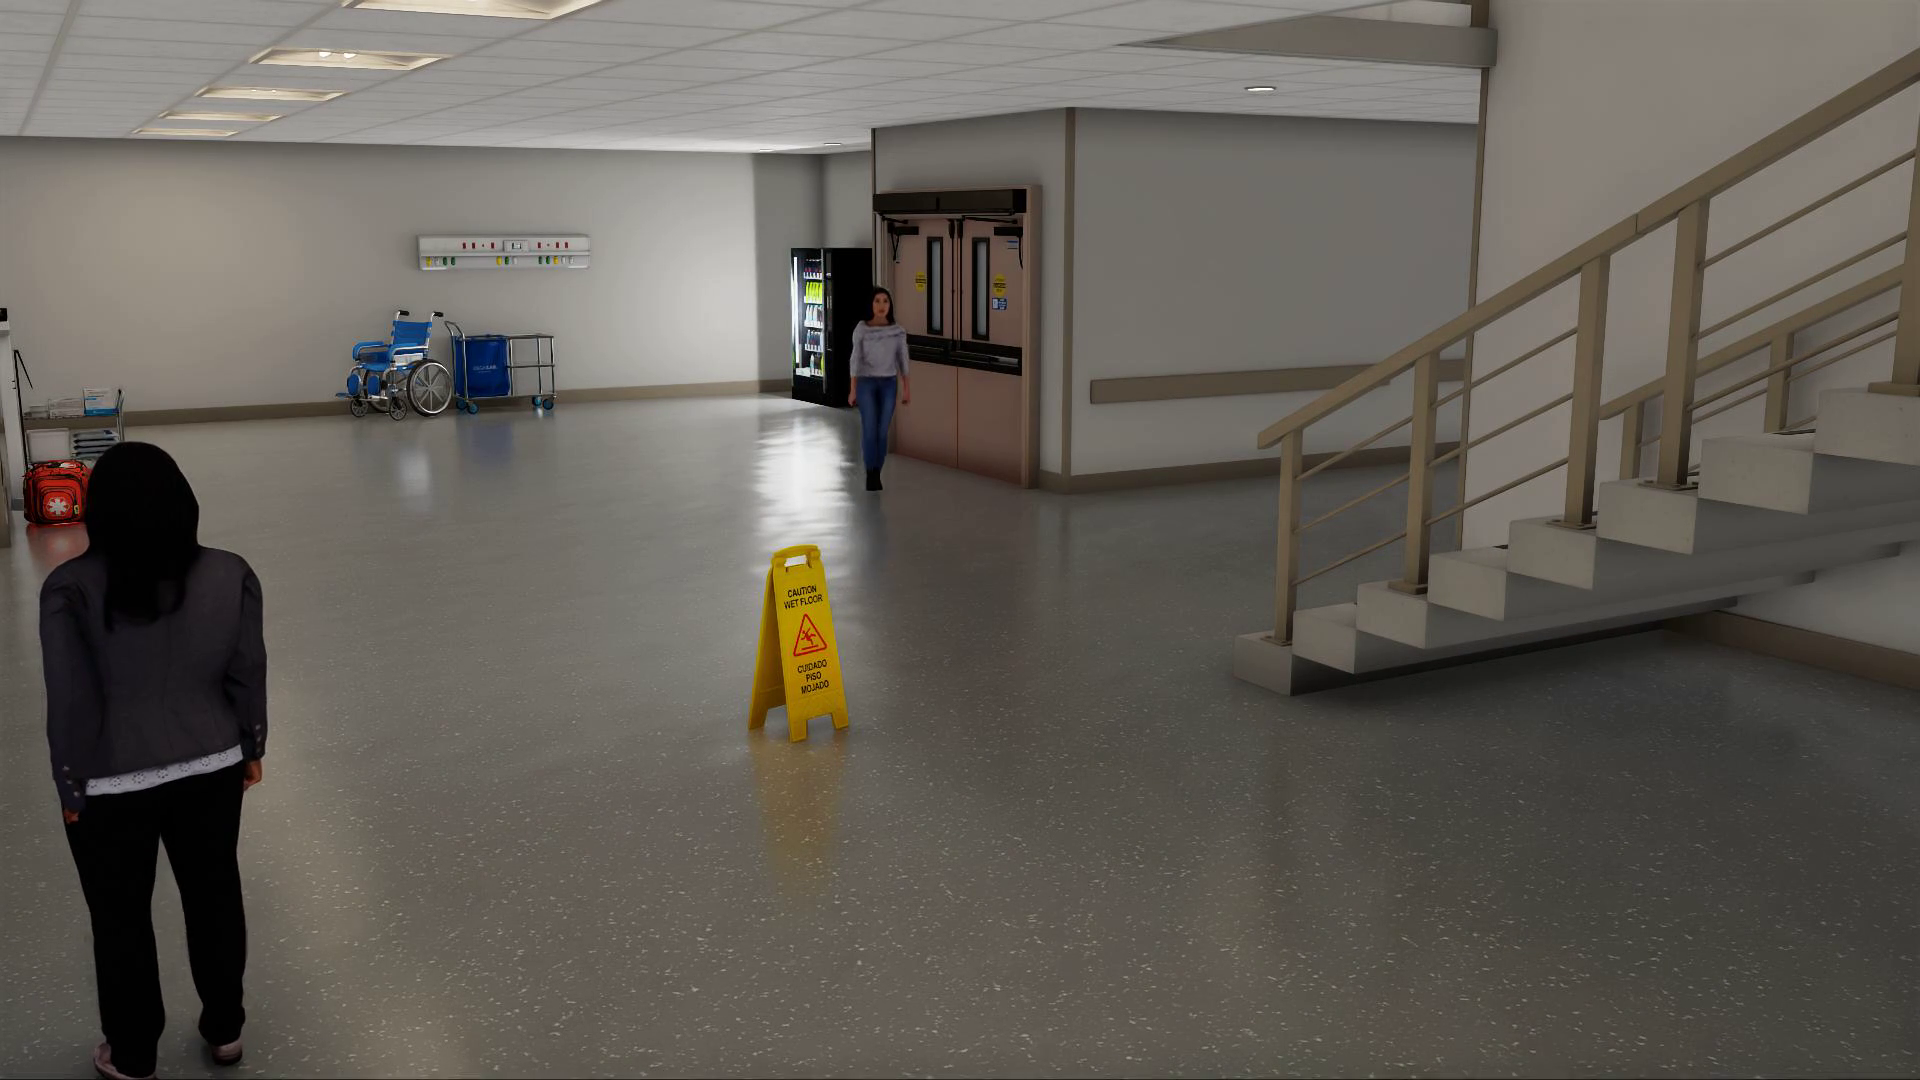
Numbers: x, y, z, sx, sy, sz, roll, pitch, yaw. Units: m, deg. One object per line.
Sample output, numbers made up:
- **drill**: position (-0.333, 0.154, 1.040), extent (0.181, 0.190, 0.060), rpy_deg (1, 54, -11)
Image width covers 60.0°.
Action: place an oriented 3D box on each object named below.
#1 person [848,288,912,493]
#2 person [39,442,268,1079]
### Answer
- **person**: position (-0.677, -1.188, 13.226), extent (0.708, 1.615, 0.739), rpy_deg (-3, 11, -17)
- **person**: position (-1.980, 0.553, 4.096), extent (0.734, 1.599, 0.734), rpy_deg (-10, 15, -43)
